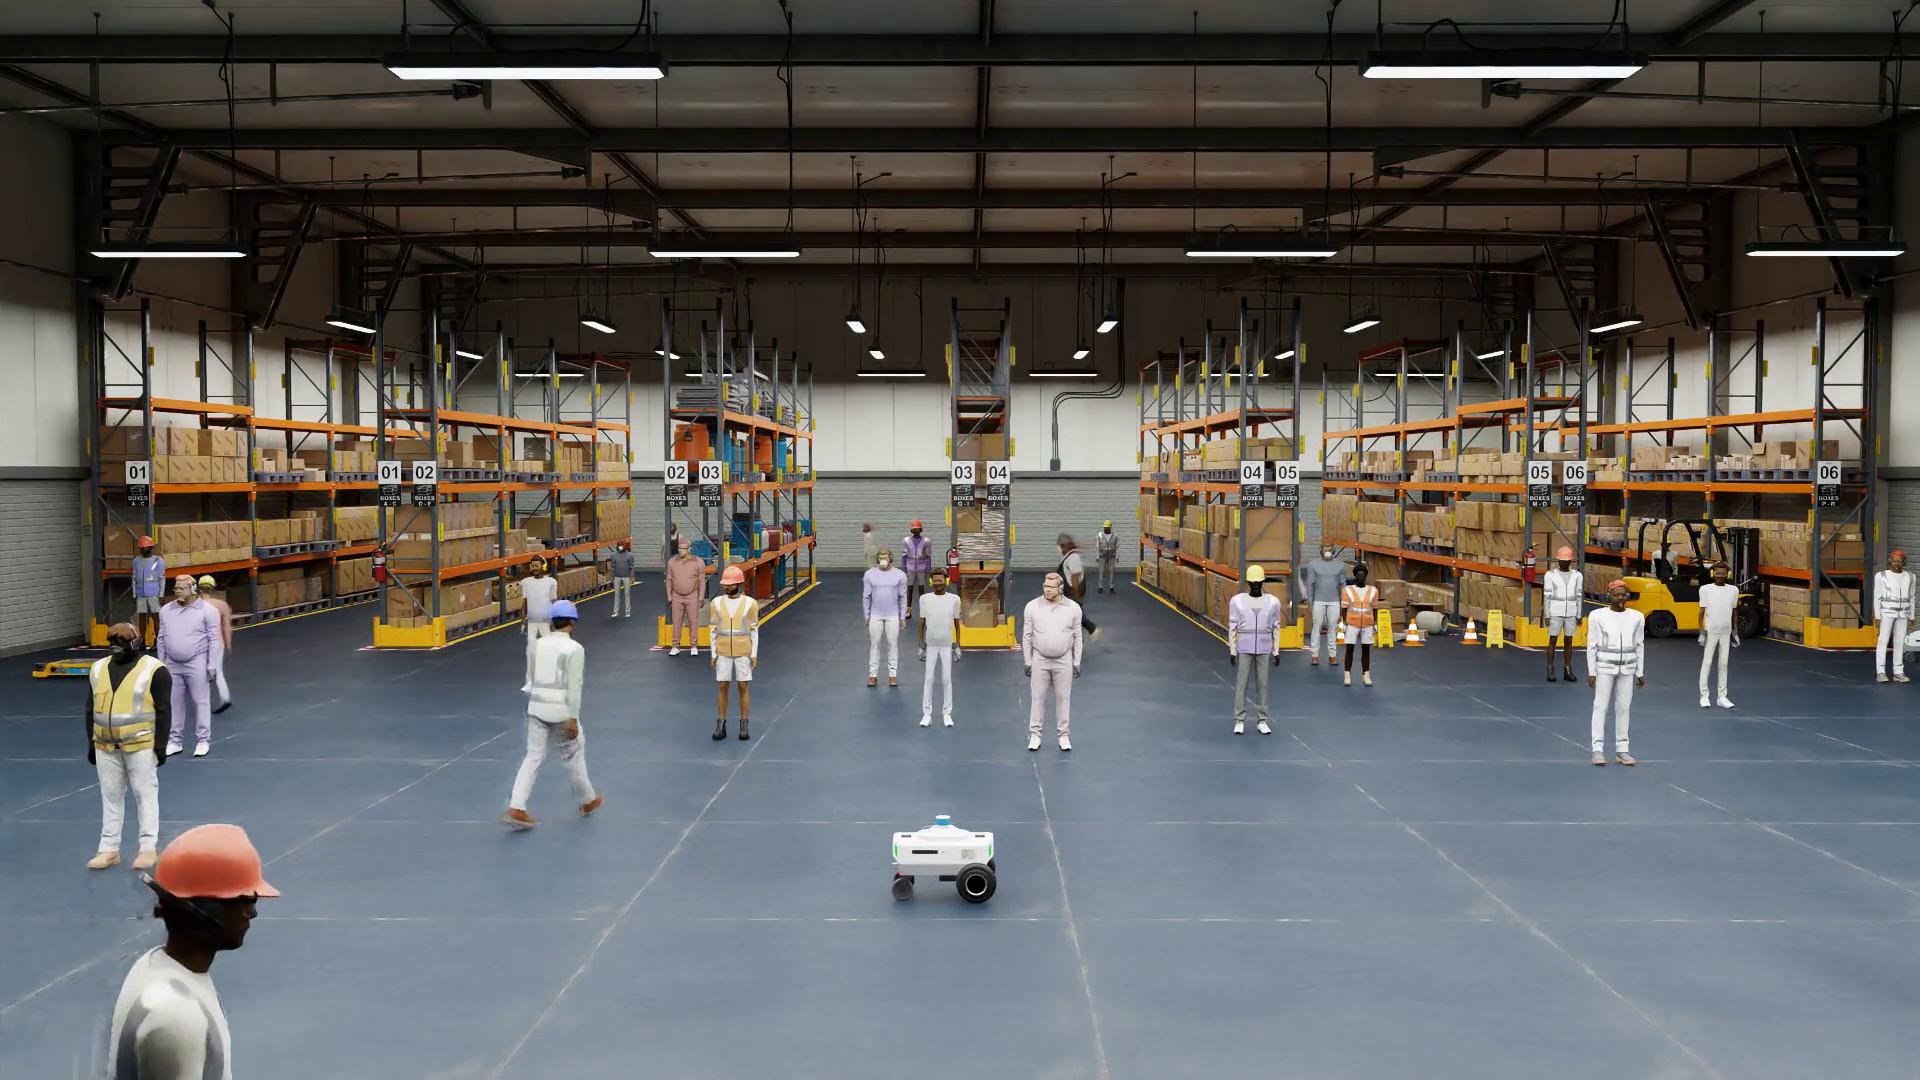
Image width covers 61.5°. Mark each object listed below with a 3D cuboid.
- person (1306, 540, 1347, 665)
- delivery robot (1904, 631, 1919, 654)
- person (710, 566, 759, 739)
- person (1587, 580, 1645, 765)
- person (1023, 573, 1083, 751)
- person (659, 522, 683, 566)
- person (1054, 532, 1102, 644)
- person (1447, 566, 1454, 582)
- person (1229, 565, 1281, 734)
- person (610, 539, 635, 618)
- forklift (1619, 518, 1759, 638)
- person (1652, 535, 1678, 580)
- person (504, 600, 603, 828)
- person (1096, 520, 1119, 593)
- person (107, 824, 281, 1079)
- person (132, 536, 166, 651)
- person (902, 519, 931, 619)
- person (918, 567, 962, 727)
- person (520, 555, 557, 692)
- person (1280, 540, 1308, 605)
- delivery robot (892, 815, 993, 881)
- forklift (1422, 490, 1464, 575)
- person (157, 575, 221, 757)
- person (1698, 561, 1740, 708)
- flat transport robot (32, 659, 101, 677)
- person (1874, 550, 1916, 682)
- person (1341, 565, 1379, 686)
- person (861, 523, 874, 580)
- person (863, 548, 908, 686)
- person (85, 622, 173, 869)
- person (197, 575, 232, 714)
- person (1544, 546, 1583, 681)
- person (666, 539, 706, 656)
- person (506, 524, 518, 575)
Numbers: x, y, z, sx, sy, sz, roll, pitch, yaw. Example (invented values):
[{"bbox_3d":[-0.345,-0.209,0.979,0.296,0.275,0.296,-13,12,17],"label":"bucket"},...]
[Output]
[{"bbox_3d":[5.716,0.973,25.161,0.629,1.940,0.379,0,2,3],"label":"person"},{"bbox_3d":[15.273,1.612,25.605,0.707,0.478,0.477,0,2,0],"label":"delivery robot"},{"bbox_3d":[-2.530,1.257,18.067,0.546,1.934,0.376,0,2,3],"label":"person"},{"bbox_3d":[6.694,1.346,16.474,0.575,1.883,0.362,0,2,3],"label":"person"},{"bbox_3d":[0.994,1.302,17.326,0.643,1.905,0.400,0,2,3],"label":"person"},{"bbox_3d":[-7.023,0.481,39.240,0.535,1.799,0.955,0,2,-4],"label":"person"},{"bbox_3d":[1.978,0.859,27.290,0.778,2.000,0.706,0,2,-2],"label":"person"},{"bbox_3d":[11.718,0.512,38.820,0.644,1.760,0.975,-1,2,-24],"label":"person"},{"bbox_3d":[3.366,1.246,18.423,0.588,1.928,0.384,0,2,3],"label":"person"},{"bbox_3d":[-7.007,0.791,33.504,0.500,1.633,0.286,0,2,3],"label":"person"},{"bbox_3d":[13.417,0.684,29.791,2.313,2.155,1.214,0,2,0],"label":"forklift"},{"bbox_3d":[14.100,0.775,32.284,0.525,1.769,0.327,0,2,3],"label":"person"},{"bbox_3d":[-3.427,1.459,13.637,0.650,1.886,1.027,1,3,29],"label":"person"},{"bbox_3d":[3.713,0.413,40.638,0.591,1.828,0.404,0,2,3],"label":"person"},{"bbox_3d":[-2.101,1.764,4.256,0.597,2.018,0.658,-1,3,-27],"label":"person"},{"bbox_3d":[-13.614,0.898,27.062,0.546,1.939,0.375,0,2,3],"label":"person"},{"bbox_3d":[-0.895,0.598,33.298,0.608,2.045,0.392,0,2,3],"label":"person"},{"bbox_3d":[-0.235,1.252,18.988,0.521,1.873,0.336,0,2,3],"label":"person"},{"bbox_3d":[-5.736,1.133,22.023,0.521,1.870,0.336,0,2,3],"label":"person"},{"bbox_3d":[7.516,0.525,36.609,0.666,1.935,1.047,-1,3,-26],"label":"person"},{"bbox_3d":[-0.121,2.179,11.324,0.707,0.478,0.477,0,2,0],"label":"delivery robot"},{"bbox_3d":[13.926,-0.371,47.846,1.873,2.768,1.129,0,2,0],"label":"forklift"},{"bbox_3d":[-8.118,1.315,16.950,0.643,1.910,0.400,0,2,3],"label":"person"},{"bbox_3d":[9.661,1.195,20.534,0.521,1.864,0.336,0,2,3],"label":"person"},{"bbox_3d":[-12.715,1.874,23.691,1.431,0.197,0.652,0,2,0],"label":"flat transport robot"},{"bbox_3d":[13.335,1.085,23.026,0.575,1.883,0.362,0,2,3],"label":"person"},{"bbox_3d":[5.606,1.192,22.640,0.535,1.697,0.322,0,2,3],"label":"person"},{"bbox_3d":[-2.610,0.330,45.248,0.467,1.620,0.504,-1,2,-14],"label":"person"},{"bbox_3d":[-1.049,1.074,22.618,0.629,1.940,0.379,0,2,3],"label":"person"},{"bbox_3d":[-6.259,1.539,12.127,0.624,1.845,0.430,0,2,3],"label":"person"},{"bbox_3d":[-9.262,1.291,19.941,0.571,1.718,0.839,-2,3,-40],"label":"person"},{"bbox_3d":[8.656,1.056,23.143,0.546,1.934,0.376,0,2,3],"label":"person"},{"bbox_3d":[-4.487,0.942,26.390,0.643,1.905,0.400,0,2,3],"label":"person"},{"bbox_3d":[-11.129,0.452,39.648,0.591,1.828,0.404,0,2,3],"label":"person"}]
